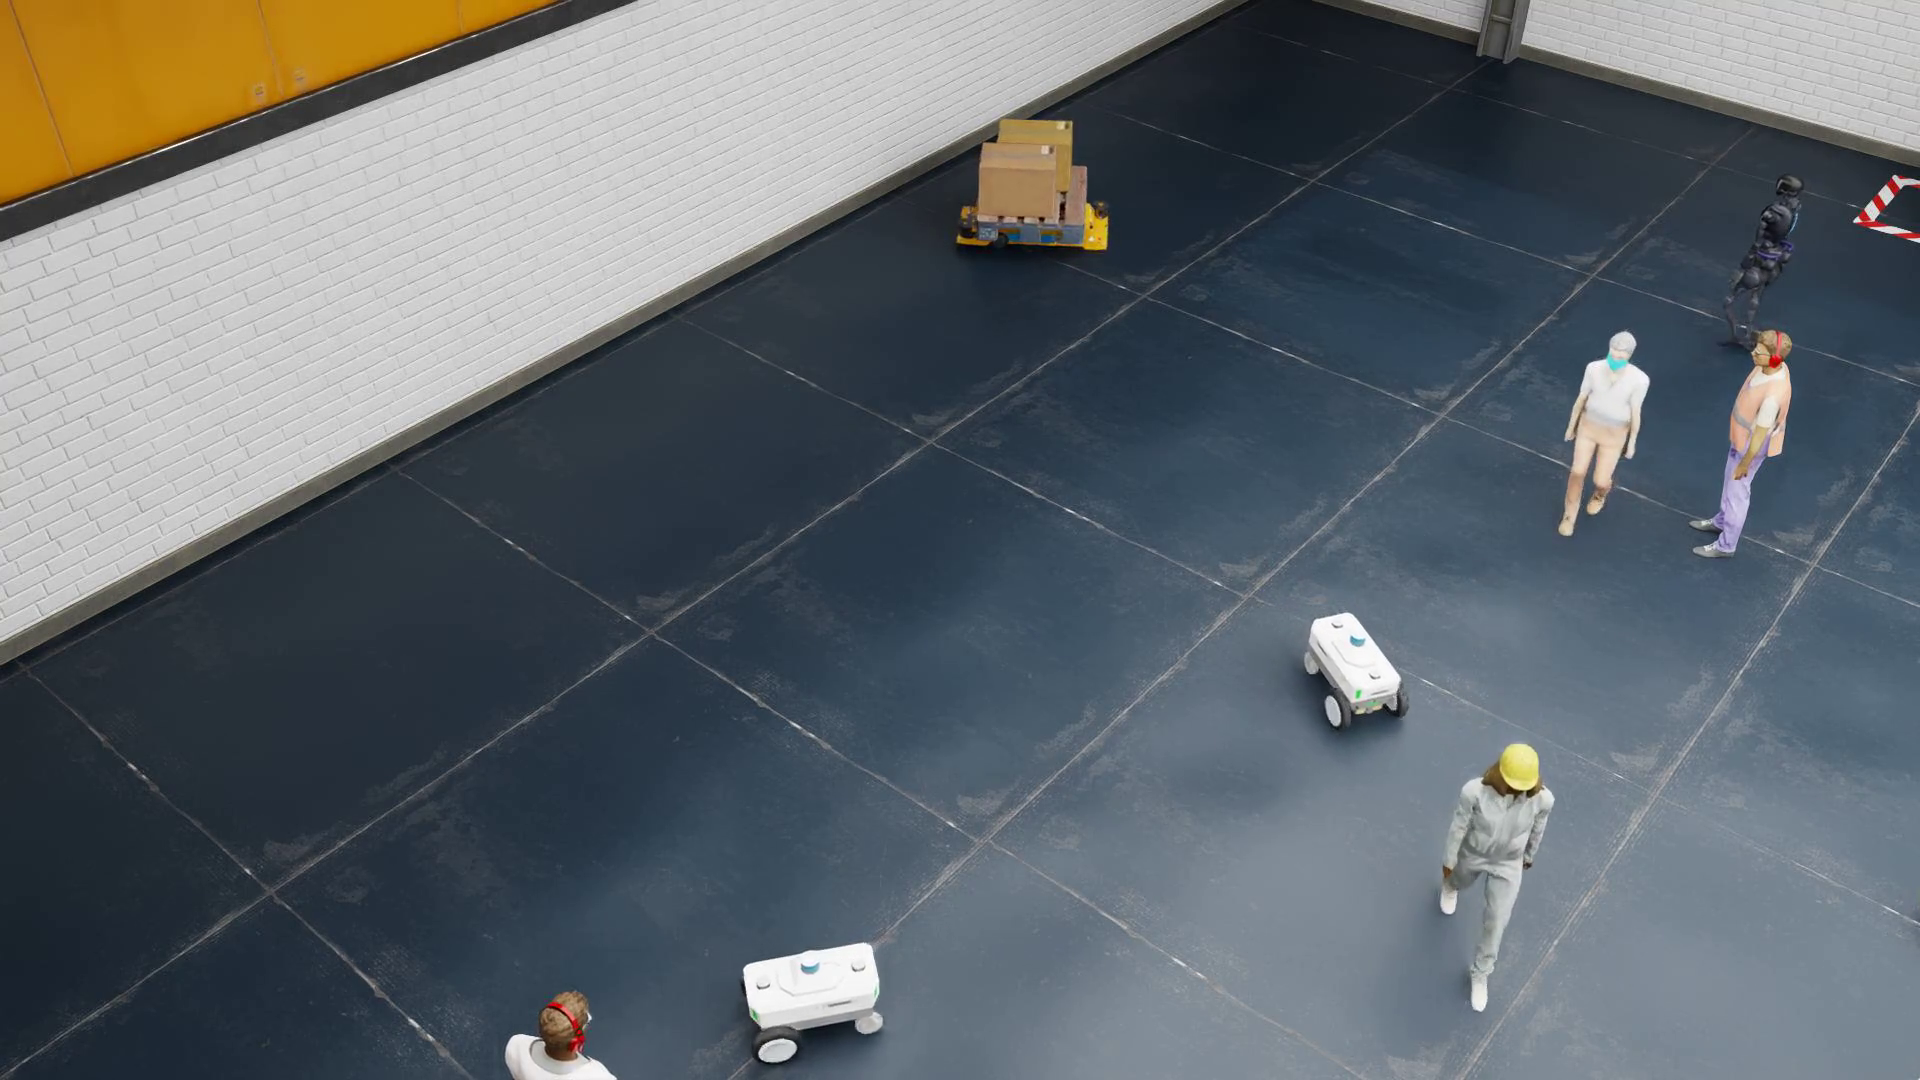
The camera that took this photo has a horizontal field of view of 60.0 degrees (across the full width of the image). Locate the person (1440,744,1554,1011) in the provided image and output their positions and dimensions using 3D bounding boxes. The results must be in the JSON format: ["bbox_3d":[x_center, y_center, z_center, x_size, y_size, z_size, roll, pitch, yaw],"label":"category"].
[{"bbox_3d":[2.884,1.670,9.069,0.495,1.705,0.867,6,39,8],"label":"person"}]

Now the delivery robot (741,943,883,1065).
[{"bbox_3d":[-0.807,2.452,9.011,0.793,0.590,0.499,-8,40,-10],"label":"delivery robot"}]

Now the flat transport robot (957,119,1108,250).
[{"bbox_3d":[0.711,-3.064,16.089,1.431,0.231,0.659,3,39,3],"label":"flat transport robot"}]

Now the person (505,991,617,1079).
[{"bbox_3d":[-1.754,2.740,7.642,0.570,1.832,0.395,15,41,18],"label":"person"}]

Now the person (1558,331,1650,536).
[{"bbox_3d":[4.689,-0.793,12.104,0.510,1.731,0.454,23,44,26],"label":"person"}]

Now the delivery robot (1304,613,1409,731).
[{"bbox_3d":[2.602,0.842,11.004,0.499,0.582,0.773,-11,40,-13],"label":"delivery robot"}]

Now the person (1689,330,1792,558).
[{"bbox_3d":[5.647,-0.682,11.888,0.390,1.836,0.559,10,40,13],"label":"person"}]

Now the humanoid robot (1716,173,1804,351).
[{"bbox_3d":[6.787,-2.352,14.073,0.602,1.650,0.344,-24,45,-27],"label":"humanoid robot"}]
